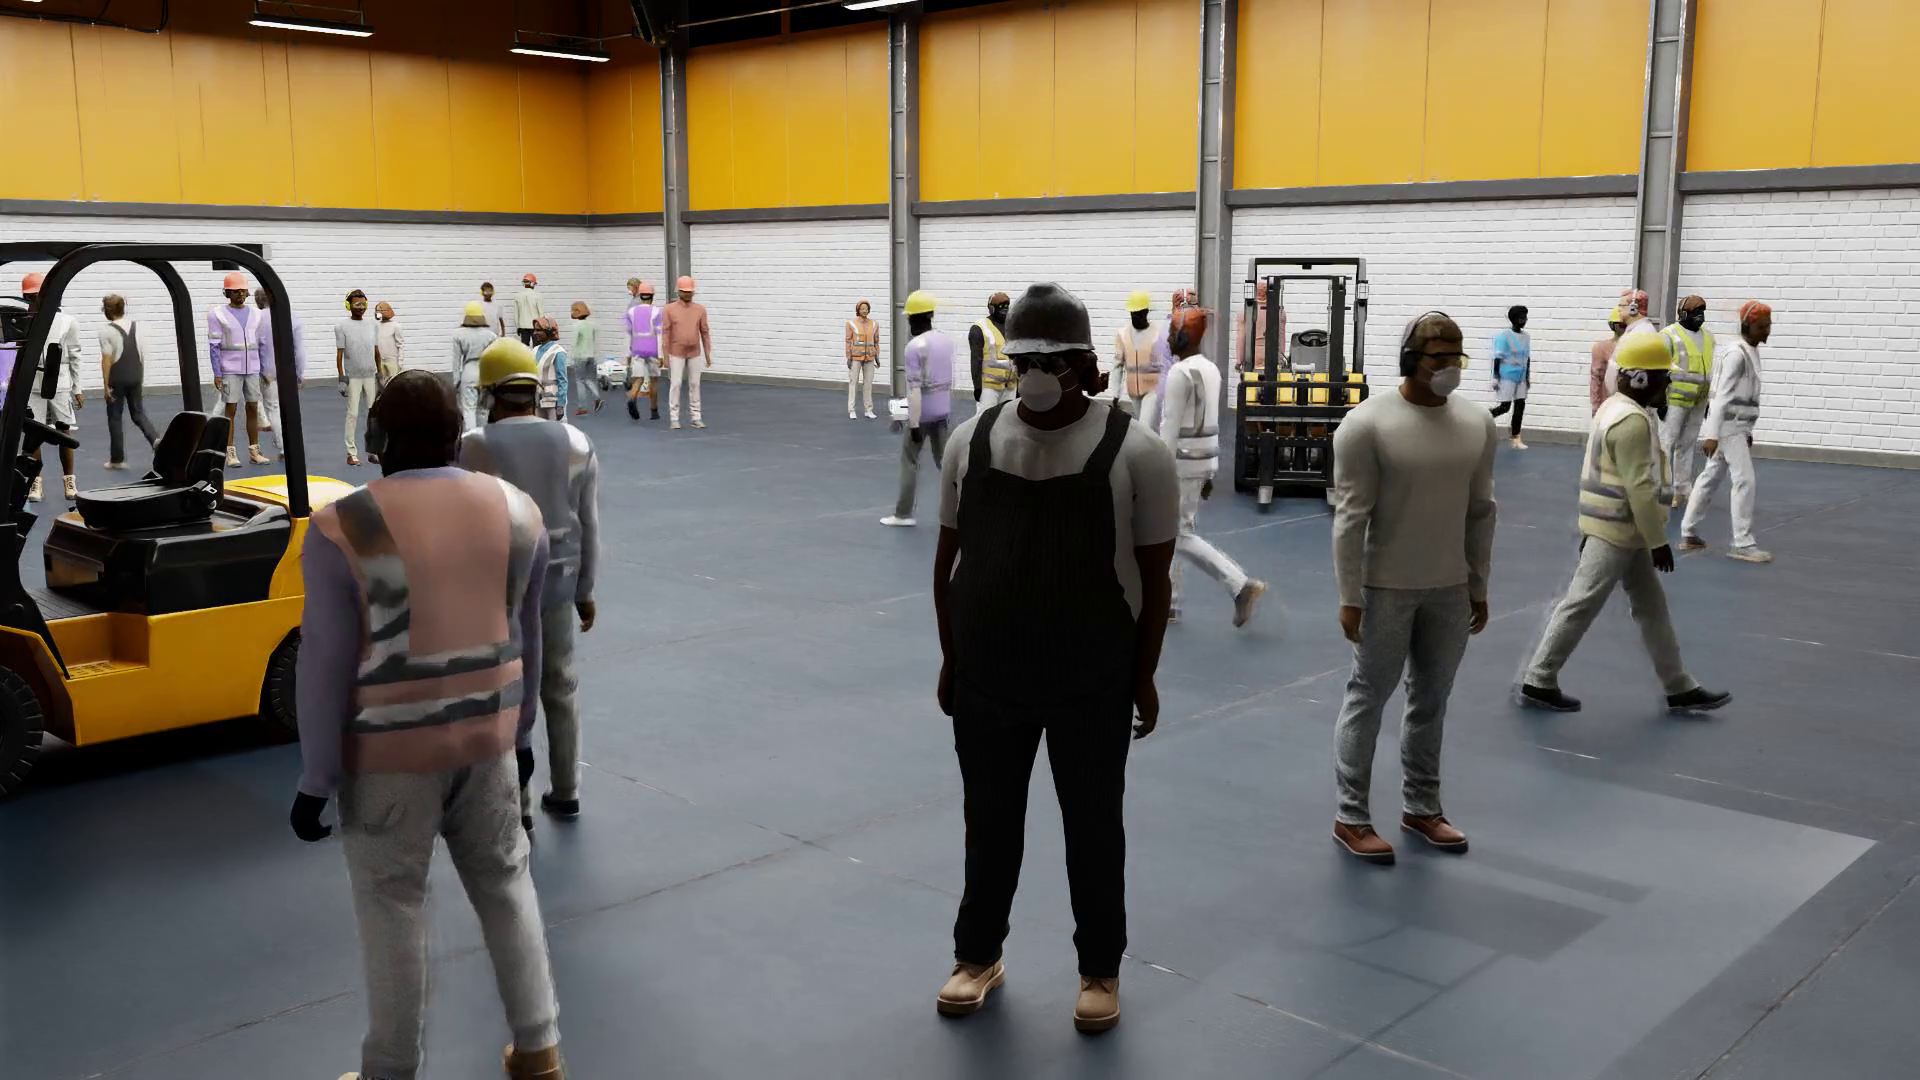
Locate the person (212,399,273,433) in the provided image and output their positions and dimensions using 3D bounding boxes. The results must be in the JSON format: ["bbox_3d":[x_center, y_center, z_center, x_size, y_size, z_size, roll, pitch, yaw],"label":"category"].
[{"bbox_3d":[-9.066,-2.117,20.869,0.879,1.589,0.502,-1,9,-5],"label":"person"}]

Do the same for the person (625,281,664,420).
[{"bbox_3d":[-4.311,-2.563,22.650,0.554,1.914,0.739,1,9,8],"label":"person"}]

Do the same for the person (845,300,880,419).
[{"bbox_3d":[-1.348,-2.494,23.024,0.514,1.642,0.314,-4,10,-25],"label":"person"}]

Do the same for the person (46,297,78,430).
[{"bbox_3d":[-11.544,-2.327,21.162,0.409,1.917,0.600,1,9,3],"label":"person"}]

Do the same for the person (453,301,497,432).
[{"bbox_3d":[-5.379,-1.794,18.505,0.489,1.718,0.770,-3,10,-17],"label":"person"}]

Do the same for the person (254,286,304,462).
[{"bbox_3d":[-7.478,-1.805,18.047,0.626,1.883,0.990,-8,12,-40],"label":"person"}]

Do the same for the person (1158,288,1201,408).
[{"bbox_3d":[1.988,-1.306,14.957,0.403,1.900,0.641,0,9,-1],"label":"person"}]

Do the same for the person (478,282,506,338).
[{"bbox_3d":[-7.781,-3.340,27.531,0.569,1.860,0.435,-6,11,-32],"label":"person"}]

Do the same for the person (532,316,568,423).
[{"bbox_3d":[-3.765,-1.224,15.244,0.515,1.641,0.309,9,13,42],"label":"person"}]

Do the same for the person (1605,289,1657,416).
[{"bbox_3d":[5.578,-1.131,13.862,0.401,1.909,0.645,4,10,25],"label":"person"}]

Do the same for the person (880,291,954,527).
[{"bbox_3d":[-0.232,-1.025,13.223,0.838,1.901,0.610,7,12,38],"label":"person"}]

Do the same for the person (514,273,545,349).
[{"bbox_3d":[-8.082,-4.022,31.341,0.608,1.985,0.395,2,9,11],"label":"person"}]

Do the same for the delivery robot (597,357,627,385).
[{"bbox_3d":[-5.969,-2.892,28.500,0.477,0.478,0.707,-5,11,-29],"label":"delivery robot"}]

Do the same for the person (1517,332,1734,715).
[{"bbox_3d":[3.069,-0.055,7.653,0.947,1.786,0.585,3,10,20],"label":"person"}]

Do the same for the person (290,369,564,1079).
[{"bbox_3d":[-1.295,0.513,4.044,0.472,1.834,0.671,9,13,42],"label":"person"}]

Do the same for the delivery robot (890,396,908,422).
[{"bbox_3d":[-0.529,-1.652,20.897,0.707,0.478,0.477,0,9,3],"label":"delivery robot"}]

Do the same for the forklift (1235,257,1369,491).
[{"bbox_3d":[3.309,-1.629,16.029,1.214,2.155,2.313,2,9,11],"label":"forklift"}]

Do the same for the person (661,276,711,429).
[{"bbox_3d":[-3.541,-2.420,21.553,0.638,1.981,0.428,-5,10,-27],"label":"person"}]

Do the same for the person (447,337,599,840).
[{"bbox_3d":[-1.606,0.174,6.093,0.599,1.829,0.403,-8,12,-40],"label":"person"}]

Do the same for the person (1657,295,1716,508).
[{"bbox_3d":[6.317,-1.203,14.495,0.624,1.845,0.430,-4,10,-22],"label":"person"}]

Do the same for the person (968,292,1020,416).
[{"bbox_3d":[0.380,-1.545,16.595,0.624,1.844,0.430,-7,12,-37],"label":"person"}]

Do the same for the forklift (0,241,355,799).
[{"bbox_3d":[-3.706,-0.171,7.093,1.214,2.155,2.313,9,13,43],"label":"forklift"}]

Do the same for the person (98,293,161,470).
[{"bbox_3d":[-8.520,-1.608,17.027,0.716,1.829,0.520,5,11,28],"label":"person"}]

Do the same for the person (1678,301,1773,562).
[{"bbox_3d":[5.554,-0.789,11.964,0.682,1.850,0.622,6,11,31],"label":"person"}]

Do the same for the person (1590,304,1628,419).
[{"bbox_3d":[5.780,-1.188,14.637,0.525,1.769,0.312,-3,10,-16],"label":"person"}]

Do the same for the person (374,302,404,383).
[{"bbox_3d":[-7.720,-2.391,22.415,0.507,1.631,0.266,3,10,18],"label":"person"}]

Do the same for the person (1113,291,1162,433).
[{"bbox_3d":[1.787,-1.442,15.947,0.614,1.876,1.049,7,12,36],"label":"person"}]

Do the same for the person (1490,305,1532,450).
[{"bbox_3d":[6.266,-1.872,19.100,0.555,1.673,0.566,-6,11,-32],"label":"person"}]

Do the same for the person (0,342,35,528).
[{"bbox_3d":[-7.542,-0.925,12.927,0.387,1.817,0.616,5,11,29],"label":"person"}]

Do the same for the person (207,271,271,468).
[{"bbox_3d":[-7.532,-1.783,17.440,0.373,2.044,0.606,8,12,41],"label":"person"}]

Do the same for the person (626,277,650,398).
[{"bbox_3d":[-5.201,-3.265,26.860,0.373,1.935,0.628,-4,10,-24],"label":"person"}]

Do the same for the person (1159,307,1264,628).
[{"bbox_3d":[1.365,-0.399,9.522,0.785,1.862,0.583,5,10,26],"label":"person"}]

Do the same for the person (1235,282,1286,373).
[{"bbox_3d":[3.745,-2.269,20.834,0.642,1.909,0.399,-1,9,-8],"label":"person"}]

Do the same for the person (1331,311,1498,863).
[{"bbox_3d":[1.587,0.169,5.833,0.626,1.930,0.374,-3,10,-19],"label":"person"}]

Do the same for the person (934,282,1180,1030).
[{"bbox_3d":[0.229,0.323,4.532,0.677,2.000,0.536,3,10,16],"label":"person"}]

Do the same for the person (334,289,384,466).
[{"bbox_3d":[-6.329,-1.709,17.562,0.327,1.861,0.498,8,12,41],"label":"person"}]

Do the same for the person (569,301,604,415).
[{"bbox_3d":[-5.319,-2.564,23.510,0.394,1.616,0.517,4,10,24],"label":"person"}]

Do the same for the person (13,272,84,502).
[{"bbox_3d":[-8.150,-1.357,14.829,0.607,2.044,0.376,-5,11,-29],"label":"person"}]
